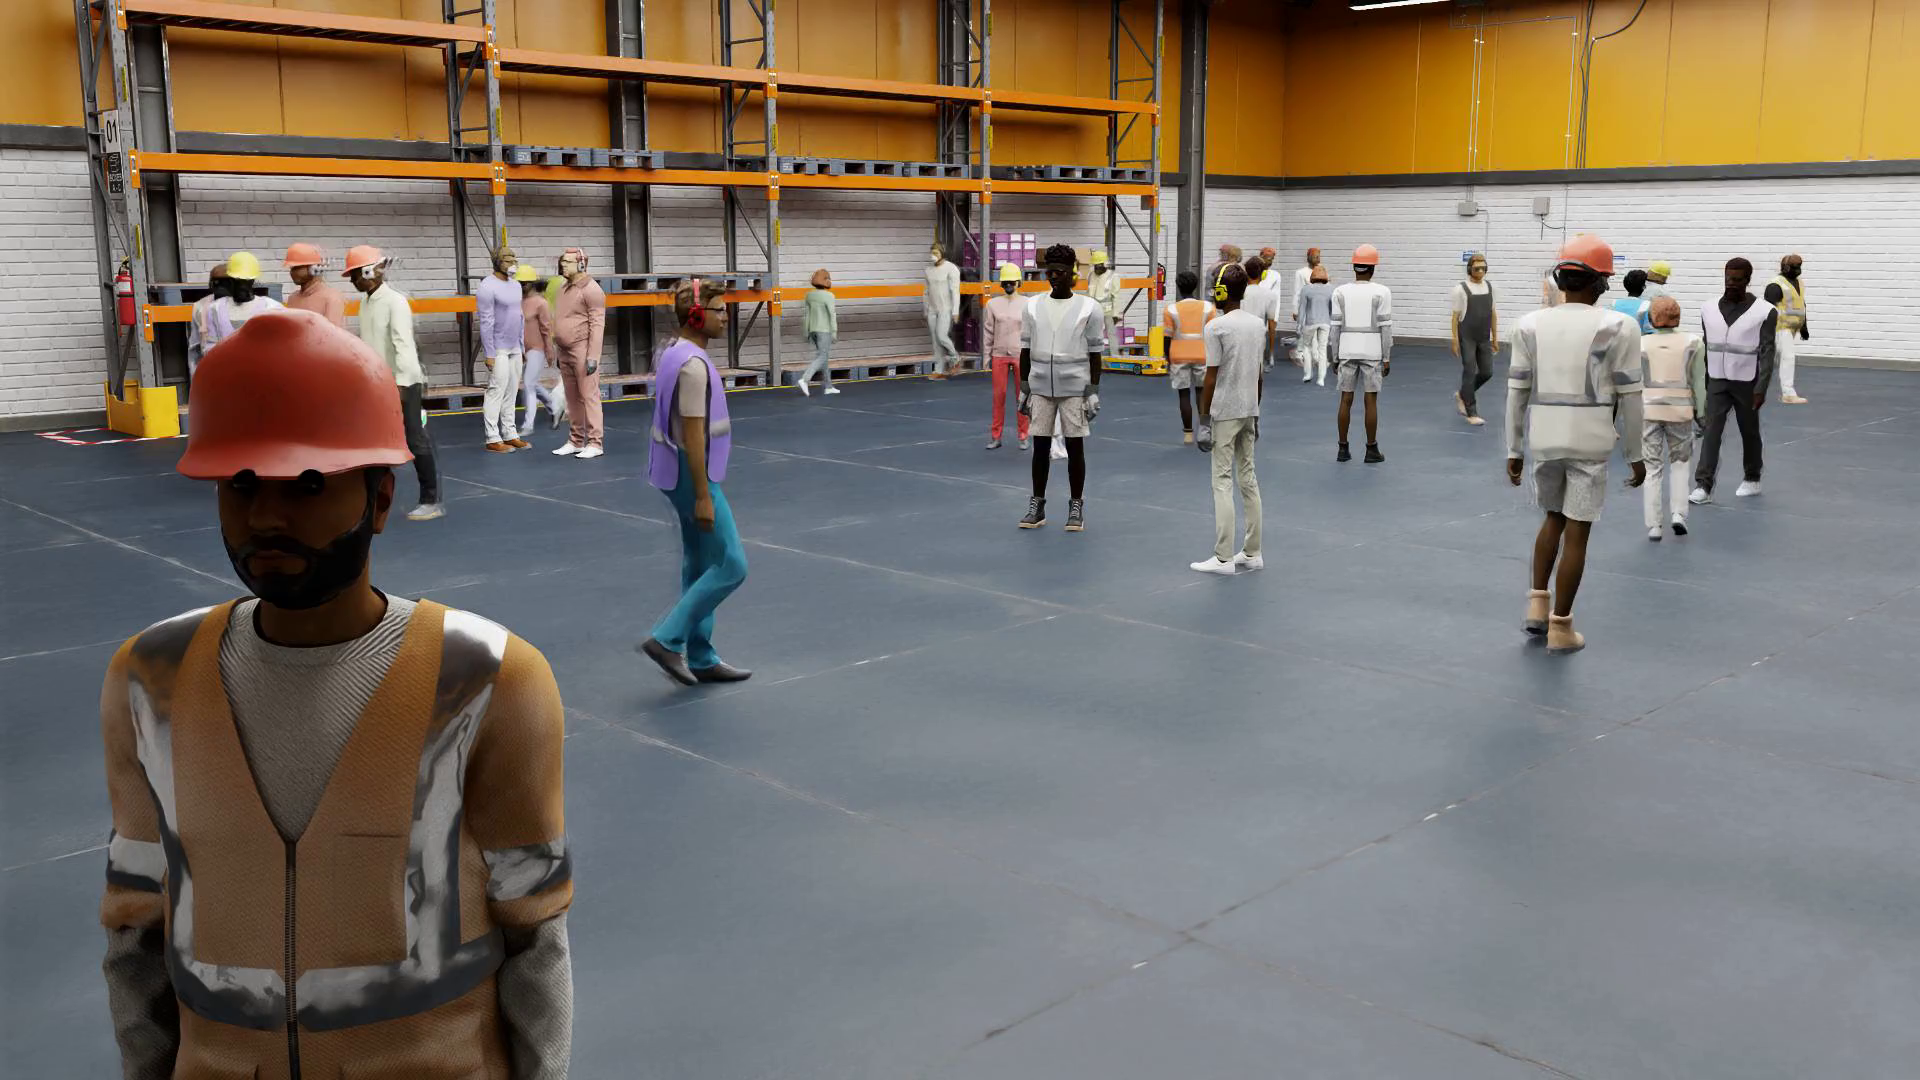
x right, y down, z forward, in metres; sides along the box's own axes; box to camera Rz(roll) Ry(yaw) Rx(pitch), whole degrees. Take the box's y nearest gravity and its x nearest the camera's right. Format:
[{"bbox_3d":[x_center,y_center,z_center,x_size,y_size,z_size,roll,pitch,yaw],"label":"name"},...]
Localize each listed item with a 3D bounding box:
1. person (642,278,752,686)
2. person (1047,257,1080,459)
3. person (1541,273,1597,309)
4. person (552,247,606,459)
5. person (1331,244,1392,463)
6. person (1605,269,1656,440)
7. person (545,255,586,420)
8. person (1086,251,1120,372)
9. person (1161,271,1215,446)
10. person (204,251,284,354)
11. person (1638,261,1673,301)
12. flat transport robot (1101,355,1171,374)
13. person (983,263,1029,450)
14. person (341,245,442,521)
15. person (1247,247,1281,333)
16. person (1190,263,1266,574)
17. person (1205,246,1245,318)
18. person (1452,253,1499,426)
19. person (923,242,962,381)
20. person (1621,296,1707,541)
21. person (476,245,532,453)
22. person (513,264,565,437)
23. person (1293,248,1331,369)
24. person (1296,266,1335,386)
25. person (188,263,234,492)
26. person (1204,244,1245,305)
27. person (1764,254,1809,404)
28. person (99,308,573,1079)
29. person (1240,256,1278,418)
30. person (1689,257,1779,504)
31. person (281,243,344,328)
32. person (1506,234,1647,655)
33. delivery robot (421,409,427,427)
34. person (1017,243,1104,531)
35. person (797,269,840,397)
[{"bbox_3d":[-1.163,-0.237,7.387,0.435,1.835,0.589,-3,11,-15],"label":"person"},{"bbox_3d":[0.931,-1.634,15.001,0.405,1.846,0.517,-5,12,-26],"label":"person"},{"bbox_3d":[6.820,-2.350,18.667,0.594,1.924,0.383,4,11,20],"label":"person"},{"bbox_3d":[-3.502,-1.705,15.196,0.643,1.913,0.411,10,14,44],"label":"person"},{"bbox_3d":[3.580,-1.654,14.843,0.542,1.939,0.362,6,12,28],"label":"person"},{"bbox_3d":[6.552,-1.799,16.292,0.317,1.695,0.541,-9,14,-40],"label":"person"},{"bbox_3d":[-4.295,-2.187,18.080,0.497,1.826,0.633,-8,13,-36],"label":"person"},{"bbox_3d":[2.069,-3.360,24.562,0.681,1.776,0.813,9,14,41],"label":"person"},{"bbox_3d":[2.203,-1.743,16.009,0.549,1.677,0.363,0,10,-1],"label":"person"},{"bbox_3d":[-5.162,-1.129,12.066,0.613,1.911,0.417,1,10,6],"label":"person"},{"bbox_3d":[8.506,-2.578,20.507,0.443,1.714,0.629,-6,12,-29],"label":"person"},{"bbox_3d":[2.567,-2.594,24.516,0.652,0.197,1.431,-10,14,-44],"label":"flat transport robot"},{"bbox_3d":[0.476,-1.723,15.698,0.533,1.765,0.330,2,11,12],"label":"person"},{"bbox_3d":[-4.059,-1.077,11.693,0.716,1.945,0.818,8,13,37],"label":"person"},{"bbox_3d":[4.023,-3.015,22.465,0.623,1.863,0.422,-1,10,-6],"label":"person"},{"bbox_3d":[1.625,-0.723,9.999,0.506,1.861,0.329,-9,13,-39],"label":"person"},{"bbox_3d":[3.606,-3.045,22.580,0.686,1.888,1.002,5,11,24],"label":"person"},{"bbox_3d":[5.512,-2.162,17.895,0.533,1.832,0.633,-3,11,-14],"label":"person"},{"bbox_3d":[-0.263,-3.171,23.146,0.472,1.927,0.652,-10,15,-44],"label":"person"},{"bbox_3d":[4.673,-0.804,11.053,0.537,1.618,0.383,4,11,19],"label":"person"},{"bbox_3d":[-4.269,-1.773,15.539,0.382,1.932,0.623,3,11,15],"label":"person"},{"bbox_3d":[-4.322,-1.940,16.953,0.527,1.737,0.791,7,12,33],"label":"person"},{"bbox_3d":[5.377,-3.538,25.443,0.591,1.835,1.010,-5,12,-26],"label":"person"},{"bbox_3d":[4.821,-2.901,22.533,0.570,1.608,0.524,0,10,-1],"label":"person"},{"bbox_3d":[-5.794,-1.310,13.336,0.686,1.811,0.654,1,10,6],"label":"person"},{"bbox_3d":[4.125,-3.628,25.755,0.685,1.879,0.873,2,11,9],"label":"person"},{"bbox_3d":[9.968,-2.583,20.286,0.623,1.809,0.867,-8,13,-38],"label":"person"},{"bbox_3d":[-0.731,0.703,1.982,0.545,1.942,0.354,0,10,-2],"label":"person"},{"bbox_3d":[2.813,-1.854,16.266,0.539,1.824,0.972,1,10,7],"label":"person"},{"bbox_3d":[5.924,-1.214,12.680,1.020,1.864,0.603,-9,14,-41],"label":"person"},{"bbox_3d":[-5.013,-1.272,12.716,0.616,1.959,0.923,5,12,27],"label":"person"},{"bbox_3d":[2.992,-0.455,8.090,0.558,2.024,0.624,-10,14,-43],"label":"person"},{"bbox_3d":[-5.253,-1.075,15.202,0.707,0.478,0.477,-4,11,-21],"label":"delivery robot"},{"bbox_3d":[0.679,-1.041,11.421,0.600,1.967,0.368,4,11,19],"label":"person"},{"bbox_3d":[-1.797,-2.617,21.011,0.509,1.608,0.763,10,14,42],"label":"person"}]
